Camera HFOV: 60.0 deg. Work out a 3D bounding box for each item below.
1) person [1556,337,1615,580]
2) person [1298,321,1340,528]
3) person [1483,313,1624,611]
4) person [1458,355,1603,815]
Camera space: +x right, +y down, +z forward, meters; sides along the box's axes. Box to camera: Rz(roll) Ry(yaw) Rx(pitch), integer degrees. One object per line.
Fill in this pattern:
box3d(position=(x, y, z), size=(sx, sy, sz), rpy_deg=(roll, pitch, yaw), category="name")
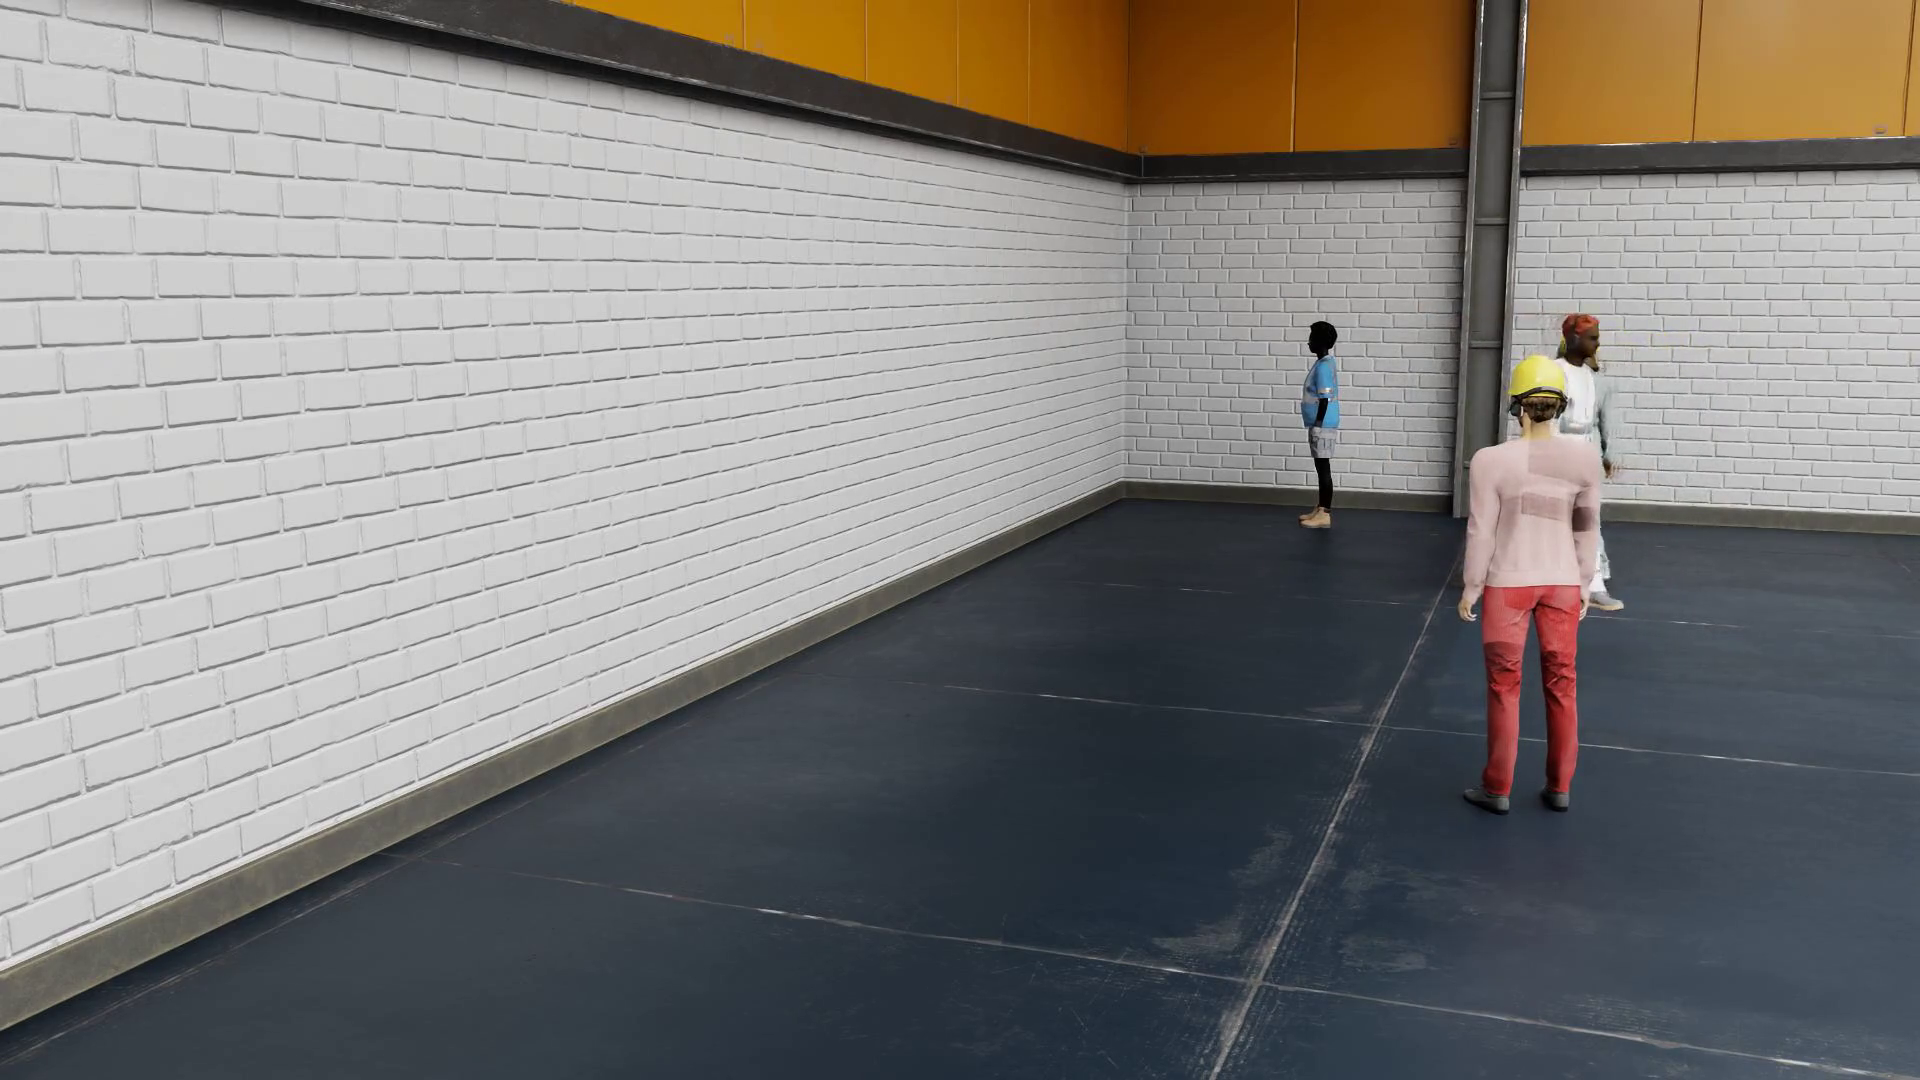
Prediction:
box3d(position=(4.231, -0.580, 11.413), size=(0.487, 1.687, 0.917), rpy_deg=(-3, 10, -20), category="person")
box3d(position=(2.959, -0.945, 13.672), size=(0.318, 1.697, 0.534), rpy_deg=(2, 9, 11), category="person")
box3d(position=(3.733, -0.509, 10.505), size=(0.569, 1.844, 0.964), rpy_deg=(-6, 11, -35), category="person")
box3d(position=(2.179, 0.180, 6.390), size=(0.524, 1.769, 0.314), rpy_deg=(-1, 9, -4), category="person")
